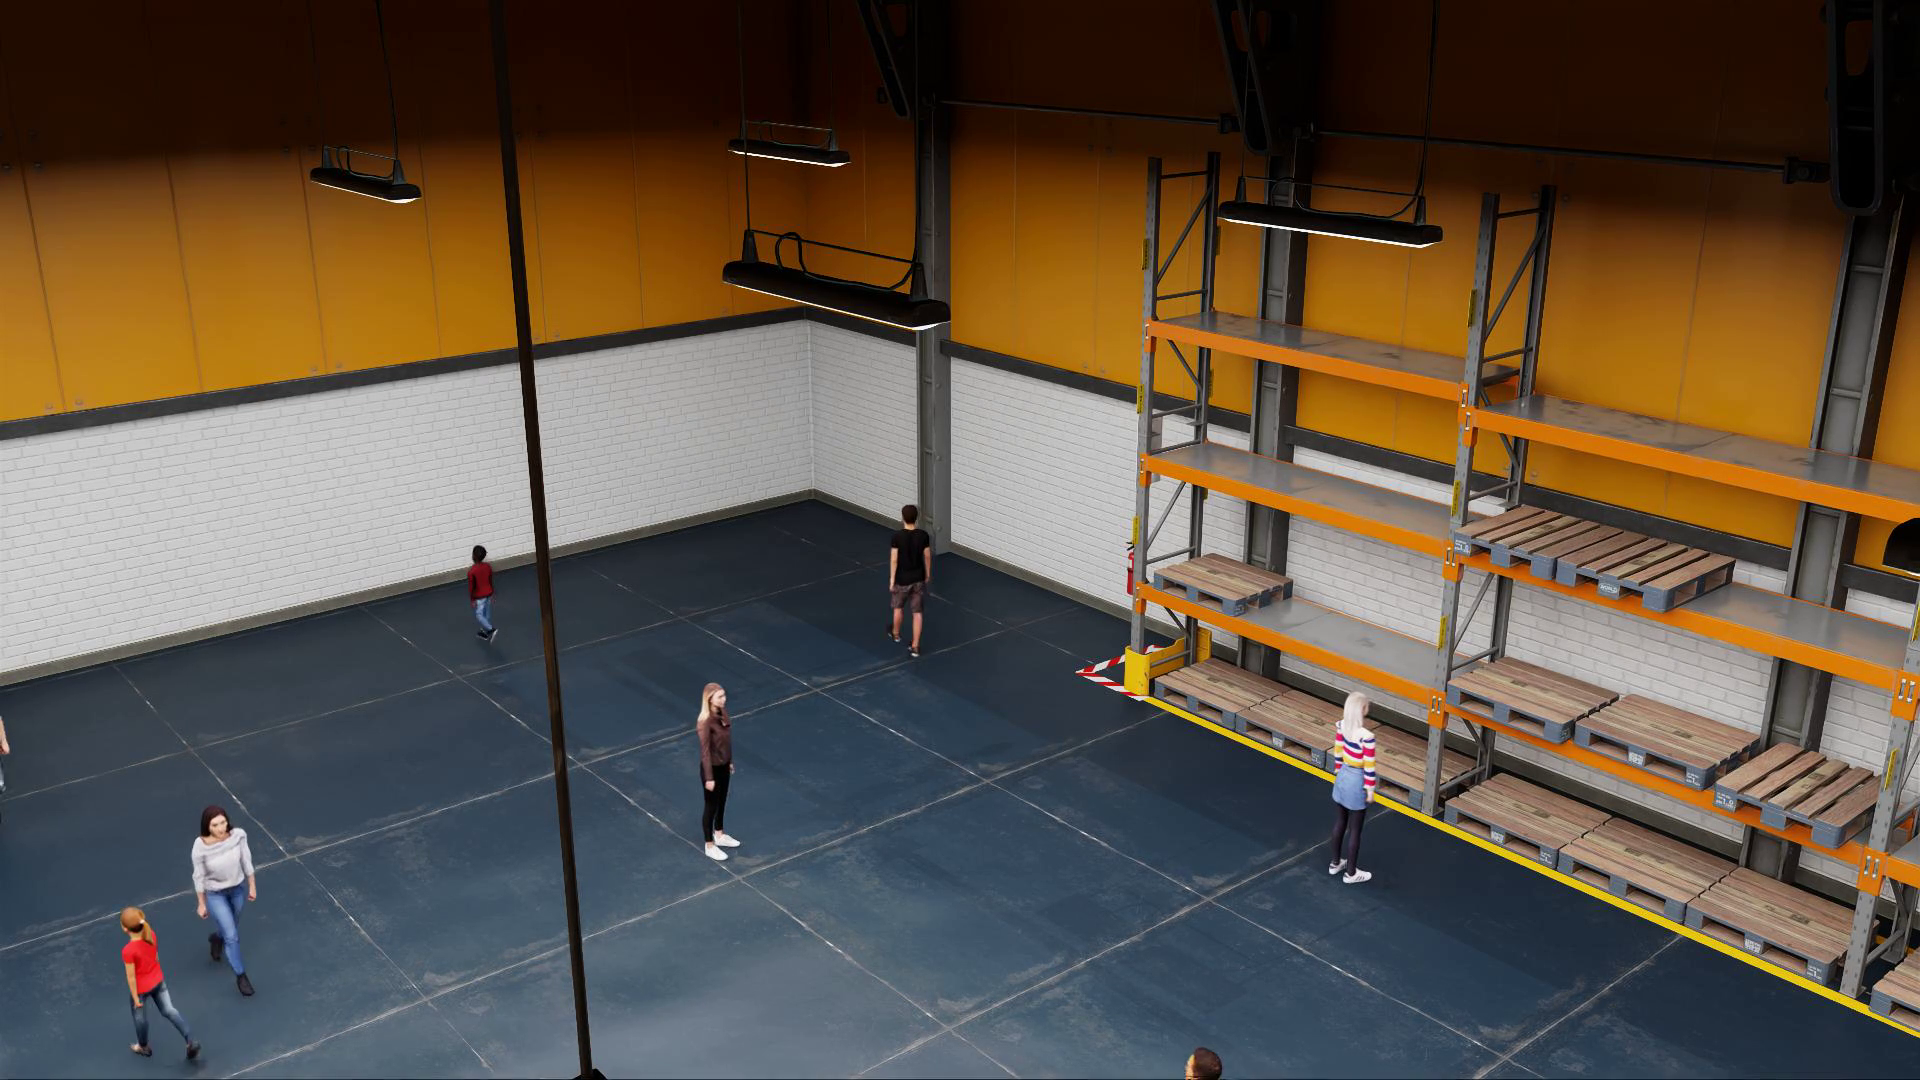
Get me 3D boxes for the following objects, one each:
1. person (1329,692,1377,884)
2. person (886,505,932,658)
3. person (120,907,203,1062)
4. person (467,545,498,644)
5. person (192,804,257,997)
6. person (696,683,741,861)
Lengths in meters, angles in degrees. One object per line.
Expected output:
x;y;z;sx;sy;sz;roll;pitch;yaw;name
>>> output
3.512;2.196;14.912;0.766;1.808;0.565;-8;20;-23;person
-0.583;0.509;19.880;0.963;1.836;1.152;-6;19;-16;person
-5.982;3.325;12.373;0.940;1.290;0.735;8;20;23;person
-5.810;0.674;20.316;0.777;1.244;0.602;13;23;34;person
-5.940;2.831;13.363;1.094;1.594;0.711;16;24;38;person
-2.259;2.103;15.351;0.672;1.704;0.676;7;20;19;person
